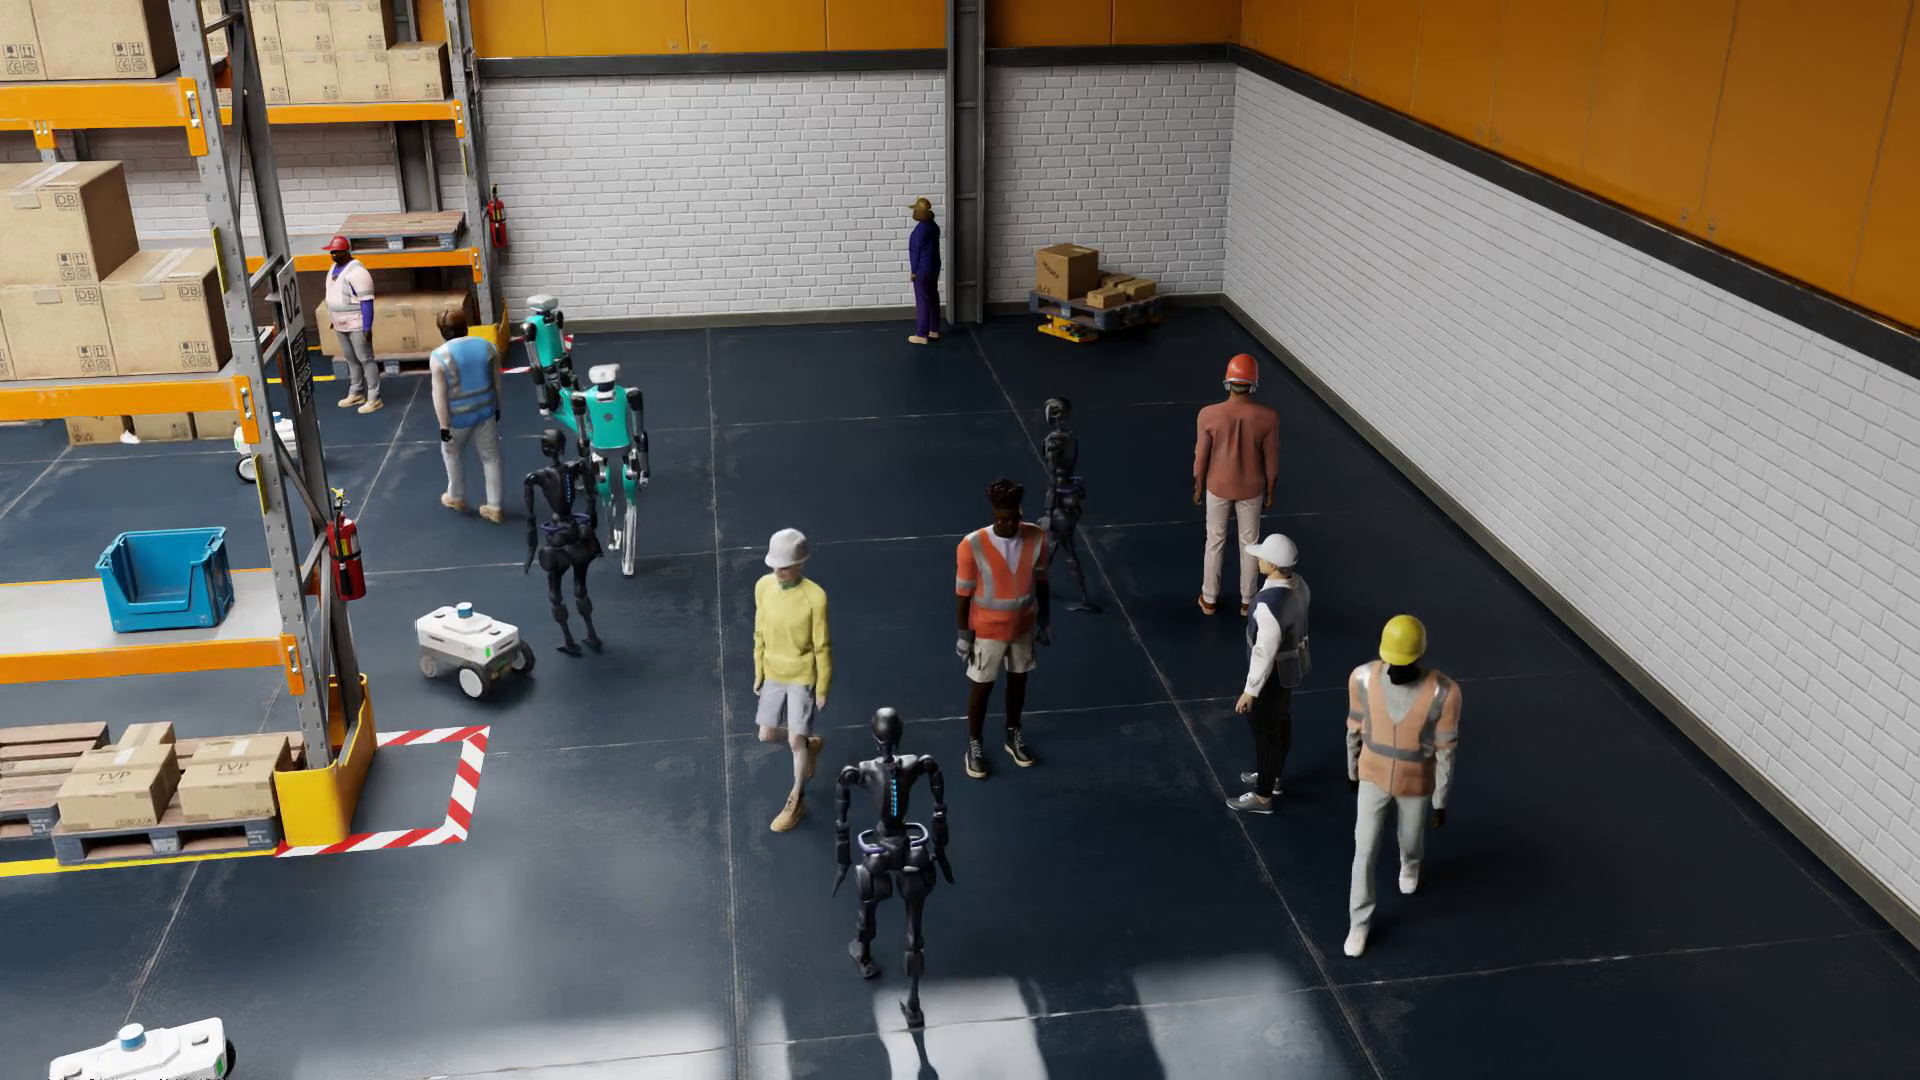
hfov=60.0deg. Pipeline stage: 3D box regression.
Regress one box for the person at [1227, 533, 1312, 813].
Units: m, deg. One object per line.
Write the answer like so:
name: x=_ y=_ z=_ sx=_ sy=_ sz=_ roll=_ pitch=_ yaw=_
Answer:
person: x=1.827 y=0.781 z=9.764 sx=0.433 sy=1.758 sz=0.751 roll=11 pitch=26 yaw=24

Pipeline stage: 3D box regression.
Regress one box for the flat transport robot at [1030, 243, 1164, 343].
flat transport robot: x=1.638 y=-2.555 z=19.217 sx=1.431 sy=0.231 sz=0.659 roll=-20 pitch=31 yaw=-38

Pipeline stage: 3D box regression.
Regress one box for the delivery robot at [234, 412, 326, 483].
delivery robot: x=-6.151 y=-0.848 z=14.989 sx=0.808 sy=0.607 sz=0.499 roll=-7 pitch=25 yaw=-15

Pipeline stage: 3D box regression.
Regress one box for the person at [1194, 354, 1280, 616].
person: x=2.006 y=-0.389 z=12.138 sx=0.607 sy=1.995 sz=0.374 roll=3 pitch=24 yaw=7

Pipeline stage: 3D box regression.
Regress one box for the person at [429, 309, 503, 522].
person: x=-4.162 y=-1.066 z=13.907 sx=0.820 sy=1.806 sz=0.658 roll=21 pitch=32 yaw=40

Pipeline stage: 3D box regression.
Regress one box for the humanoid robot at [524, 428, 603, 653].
humanoid robot: x=-2.772 y=0.020 z=11.612 sx=0.589 sy=1.652 sz=0.326 roll=-22 pitch=32 yaw=-40

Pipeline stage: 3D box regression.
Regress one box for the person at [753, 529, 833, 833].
person: x=-0.953 y=0.771 z=9.646 sx=0.499 sy=1.877 sz=0.559 roll=11 pitch=26 yaw=23

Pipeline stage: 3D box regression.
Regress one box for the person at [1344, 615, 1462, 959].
person: x=2.282 y=1.191 z=8.667 sx=0.579 sy=1.892 sz=0.822 roll=10 pitch=26 yaw=22

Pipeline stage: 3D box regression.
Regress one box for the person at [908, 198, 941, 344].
person: x=-0.408 y=-3.015 z=18.587 sx=0.353 sy=1.618 sz=0.453 roll=13 pitch=27 yaw=26

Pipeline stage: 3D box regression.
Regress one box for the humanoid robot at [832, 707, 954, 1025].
humanoid robot: x=-0.342 y=1.538 z=8.157 sx=0.610 sy=1.636 sz=0.658 roll=-7 pitch=25 yaw=-15

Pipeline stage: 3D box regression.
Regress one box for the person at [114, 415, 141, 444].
person: x=-7.884 y=-1.837 z=15.609 sx=0.343 sy=1.858 sz=0.504 roll=8 pitch=25 yaw=18

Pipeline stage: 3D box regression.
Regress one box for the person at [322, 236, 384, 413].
person: x=-6.006 y=-2.129 z=16.401 sx=0.619 sy=1.753 sz=0.420 roll=17 pitch=29 yaw=33

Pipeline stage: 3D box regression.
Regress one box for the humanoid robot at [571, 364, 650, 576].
humanoid robot: x=-2.680 y=-0.574 z=12.955 sx=0.548 sy=1.848 sz=0.881 roll=-4 pitch=24 yaw=-9

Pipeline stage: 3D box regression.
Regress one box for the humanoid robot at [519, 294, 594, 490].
humanoid robot: x=-3.326 y=-1.203 z=14.369 sx=0.749 sy=1.825 sz=0.541 roll=8 pitch=25 yaw=18

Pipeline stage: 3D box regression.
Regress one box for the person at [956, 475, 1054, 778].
person: x=0.275 y=0.517 z=10.125 sx=0.628 sy=1.954 sz=0.379 roll=-11 pitch=26 yaw=-23

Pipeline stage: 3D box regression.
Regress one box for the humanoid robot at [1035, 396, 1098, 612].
humanoid robot: x=0.706 y=-0.264 z=12.276 sx=0.718 sy=1.635 sz=0.609 roll=8 pitch=25 yaw=18

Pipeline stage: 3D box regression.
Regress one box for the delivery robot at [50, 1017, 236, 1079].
delivery robot: x=-3.662 y=2.437 z=7.472 sx=0.774 sy=0.581 sz=0.499 roll=-10 pitch=26 yaw=-22

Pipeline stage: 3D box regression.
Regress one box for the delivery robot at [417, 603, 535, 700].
delivery robot: x=-3.350 y=0.716 z=11.394 sx=0.764 sy=0.582 sz=0.499 roll=13 pitch=27 yaw=27
